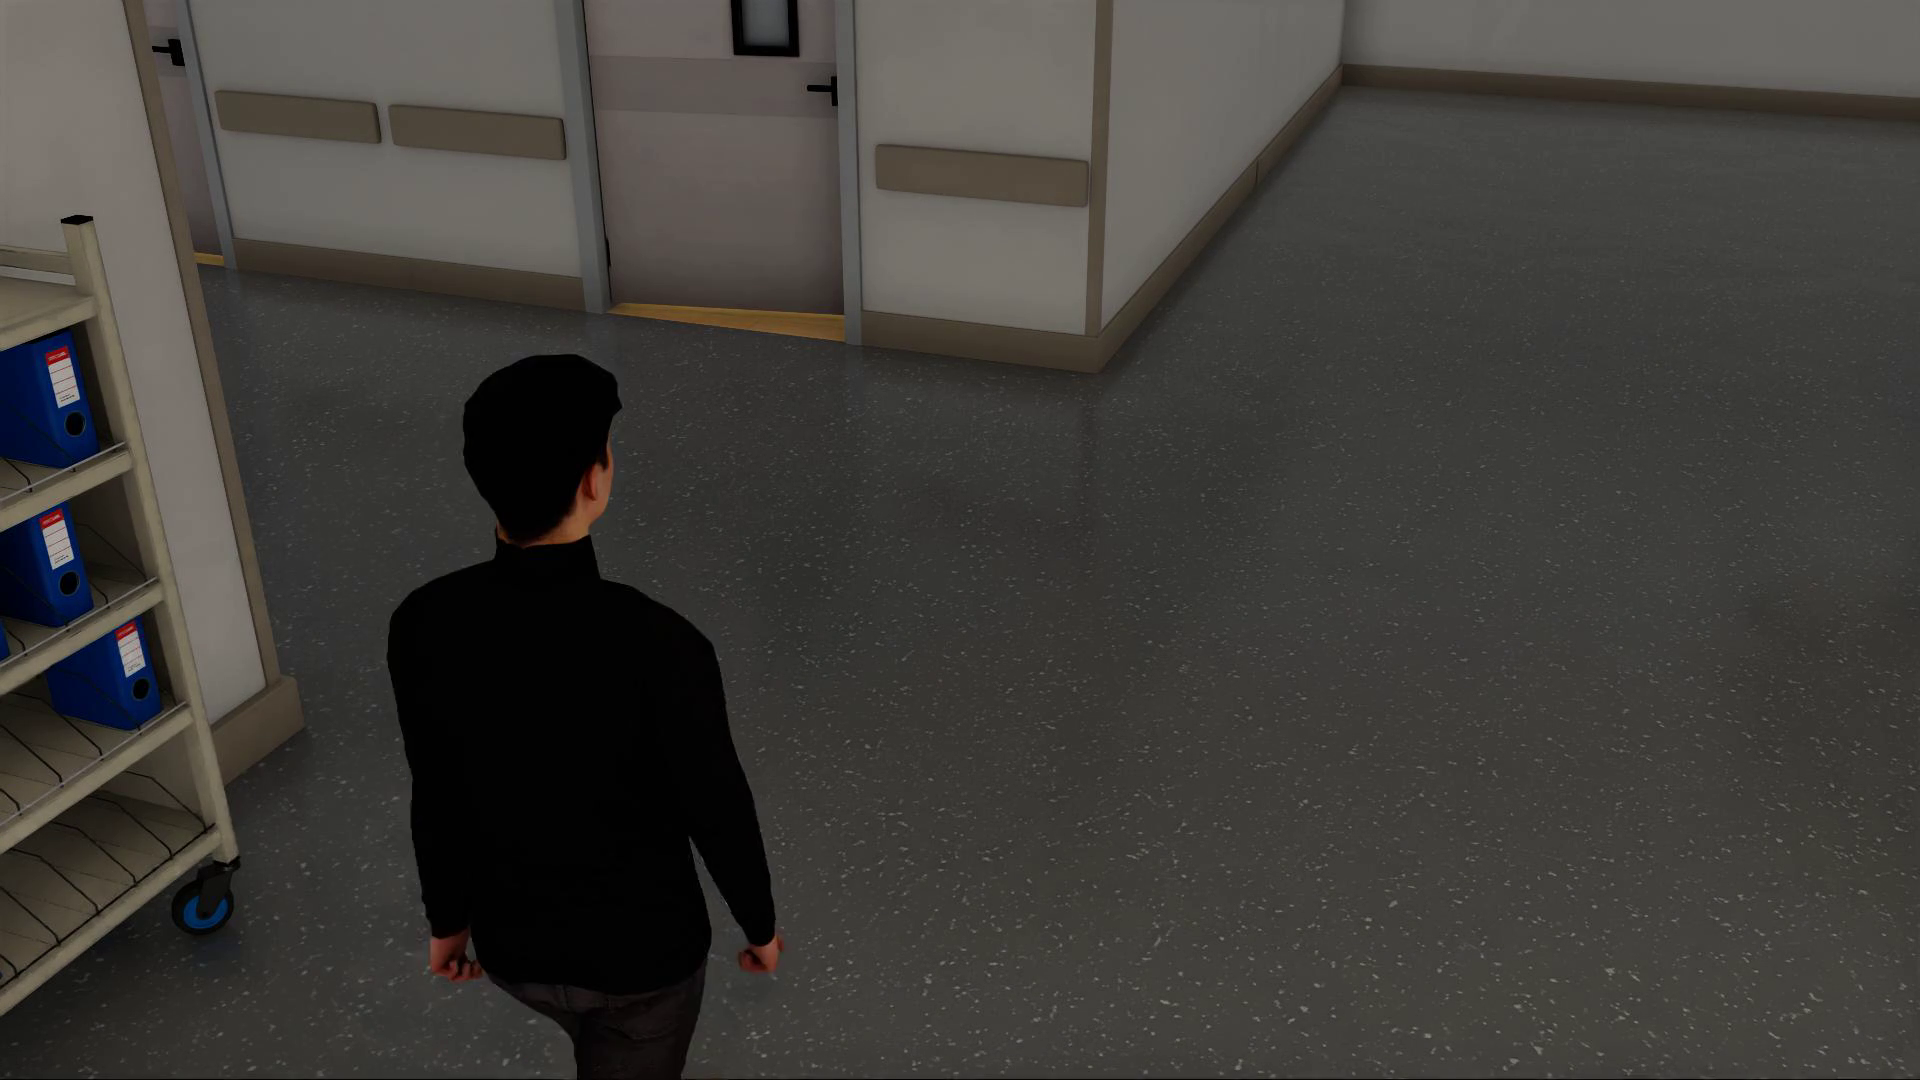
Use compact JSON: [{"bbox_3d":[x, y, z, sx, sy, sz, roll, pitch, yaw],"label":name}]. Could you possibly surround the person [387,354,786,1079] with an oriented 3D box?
[{"bbox_3d":[-0.576,0.594,2.449,0.681,1.690,1.073,8,27,16],"label":"person"}]
